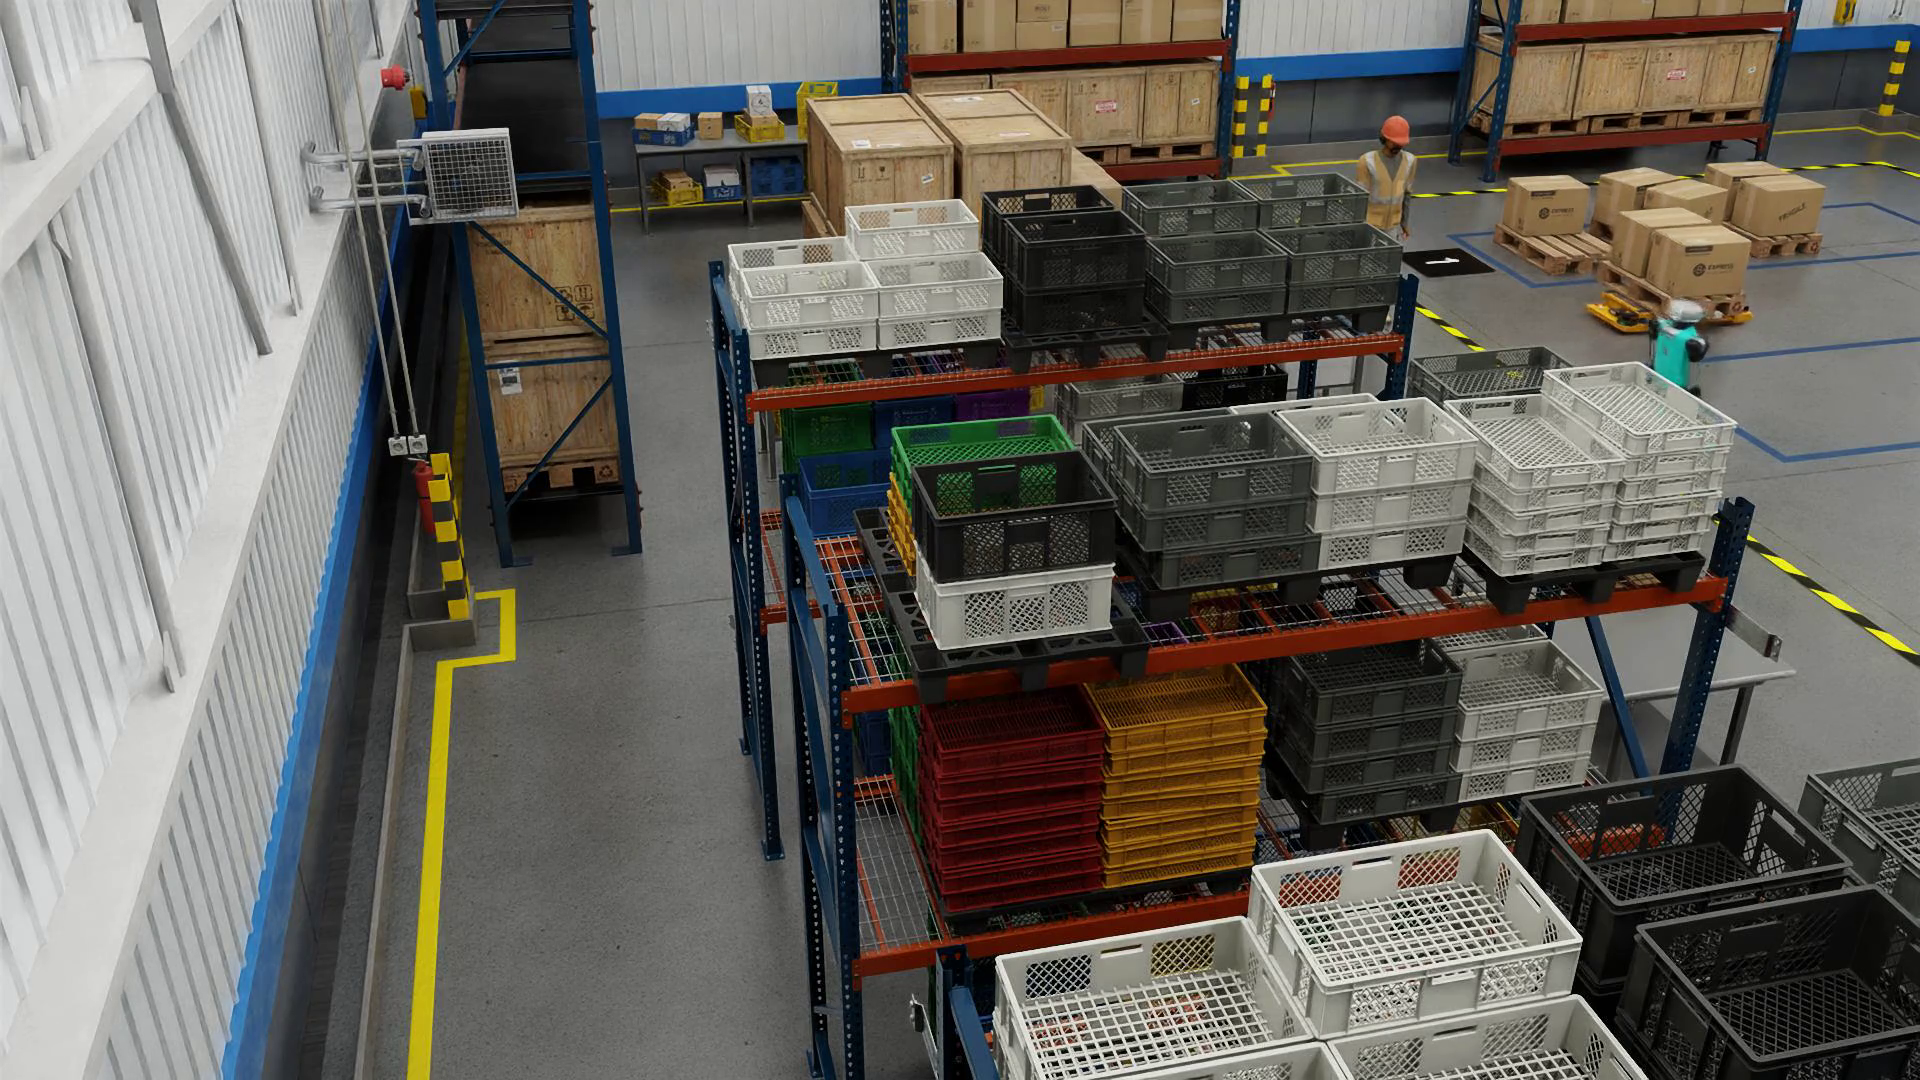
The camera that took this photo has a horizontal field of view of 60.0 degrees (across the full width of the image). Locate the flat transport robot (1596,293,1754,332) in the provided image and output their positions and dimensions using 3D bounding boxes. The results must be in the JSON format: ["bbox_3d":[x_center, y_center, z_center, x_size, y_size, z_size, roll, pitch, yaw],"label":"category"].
[{"bbox_3d":[6.996,-2.300,16.381,1.431,0.197,0.652,-6,28,-12],"label":"flat transport robot"}]

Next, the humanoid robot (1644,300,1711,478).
[{"bbox_3d":[5.386,-0.939,12.278,0.802,1.774,0.549,-9,29,-16],"label":"humanoid robot"}]

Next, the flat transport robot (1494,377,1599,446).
[{"bbox_3d":[4.780,-1.036,14.013,0.659,0.231,1.431,-6,28,-12],"label":"flat transport robot"}]

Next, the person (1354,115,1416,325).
[{"bbox_3d":[4.041,-3.046,15.928,0.605,2.041,0.383,-6,28,-12],"label":"person"}]
